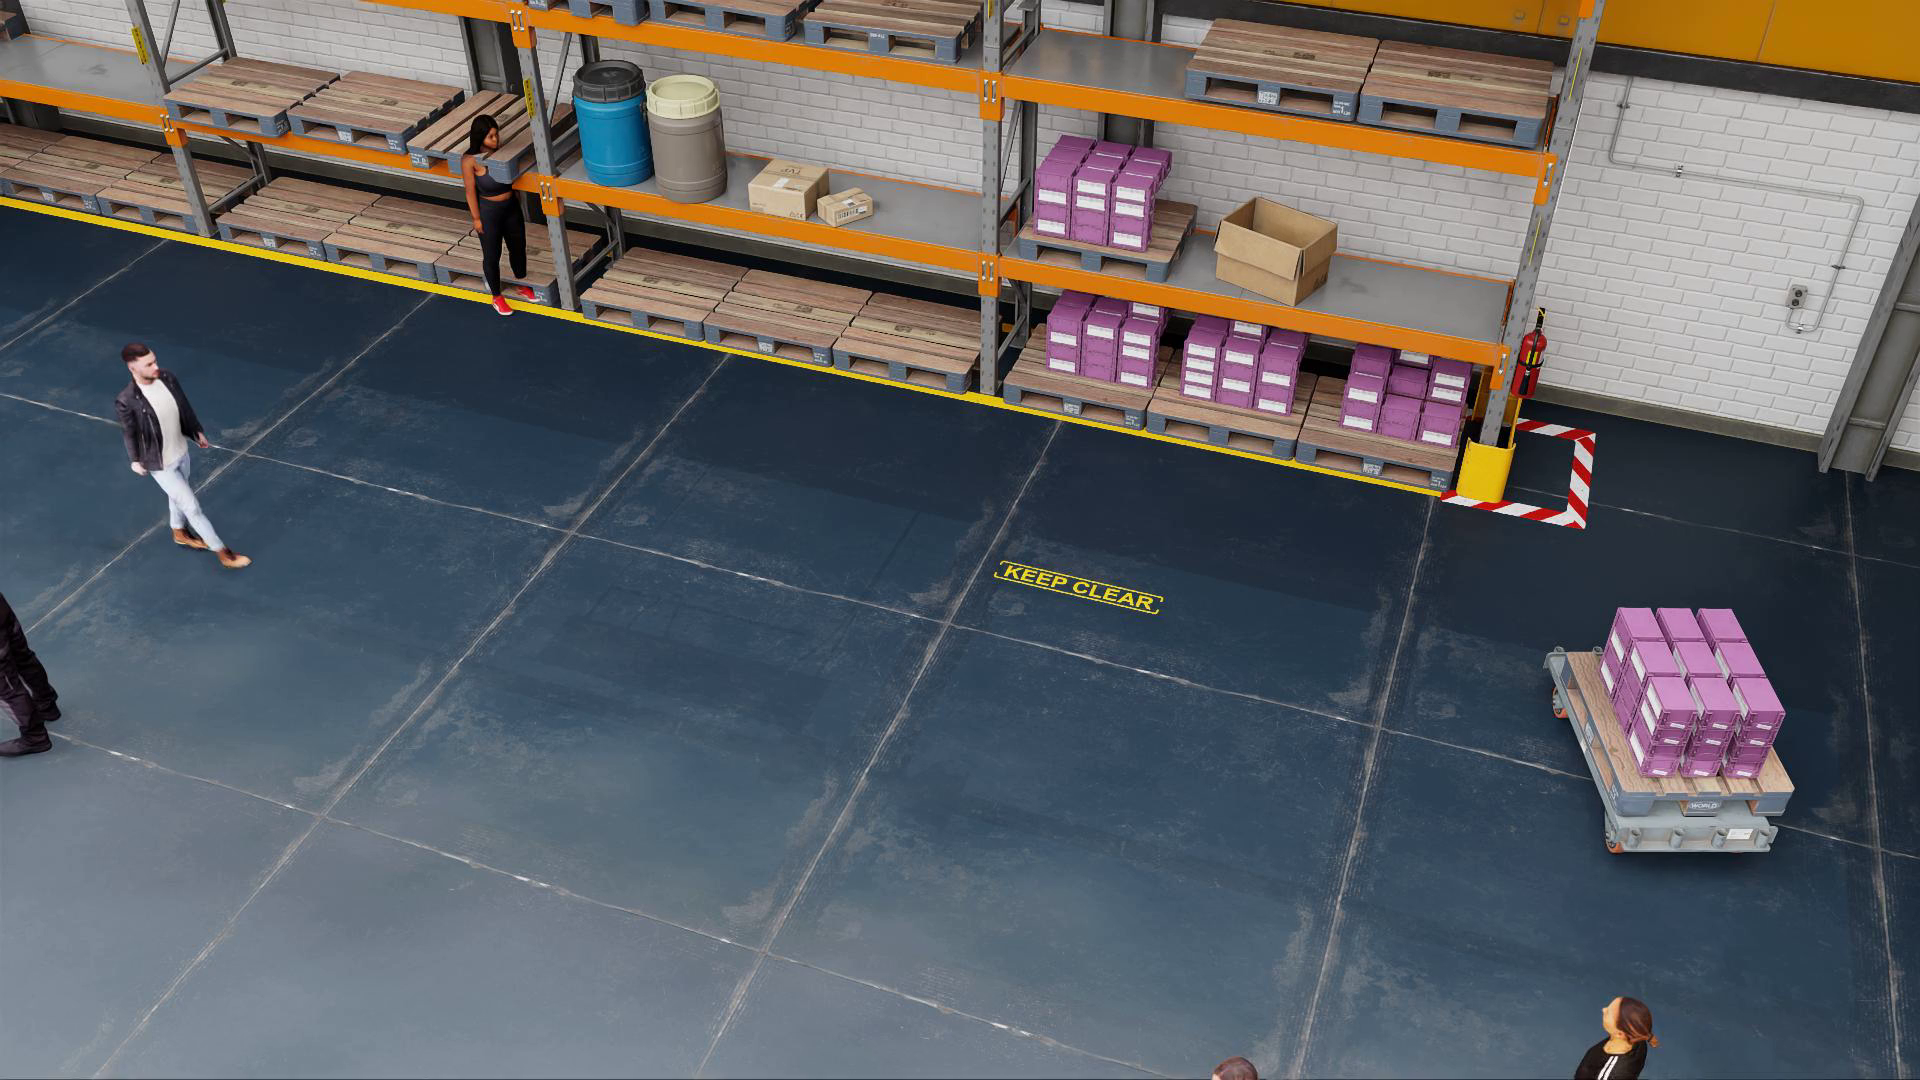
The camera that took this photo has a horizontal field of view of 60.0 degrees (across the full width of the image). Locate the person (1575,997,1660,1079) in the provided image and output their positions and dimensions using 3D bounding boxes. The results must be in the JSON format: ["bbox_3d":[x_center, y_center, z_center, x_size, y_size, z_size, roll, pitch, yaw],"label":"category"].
[{"bbox_3d":[2.992,2.716,7.653,0.733,1.657,0.702,30,47,32],"label":"person"}]

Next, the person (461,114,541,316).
[{"bbox_3d":[-4.038,-2.864,14.513,0.751,1.816,0.751,30,48,32],"label":"person"}]

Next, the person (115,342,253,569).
[{"bbox_3d":[-5.650,-0.612,11.702,1.018,1.806,0.668,12,40,15],"label":"person"}]

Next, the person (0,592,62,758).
[{"bbox_3d":[-5.997,0.509,10.210,0.758,1.915,0.775,-4,39,-5],"label":"person"}]
